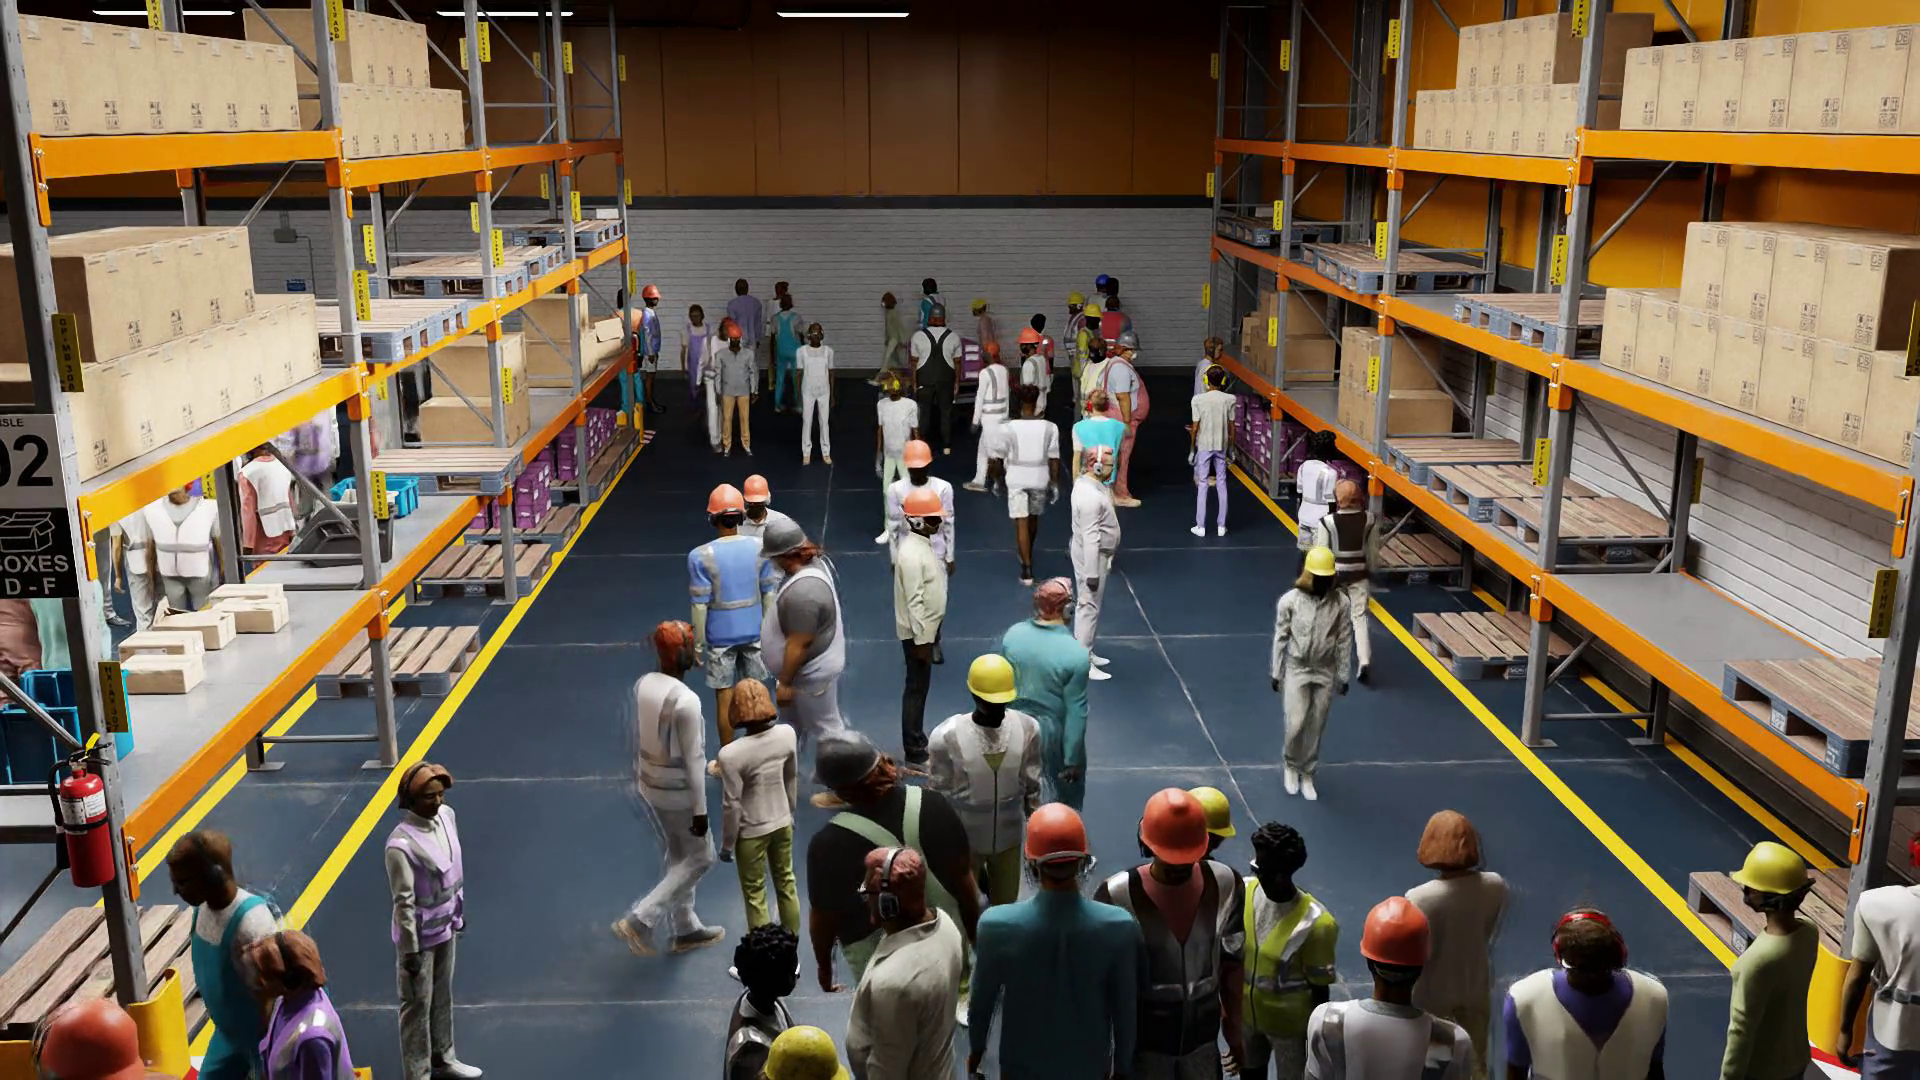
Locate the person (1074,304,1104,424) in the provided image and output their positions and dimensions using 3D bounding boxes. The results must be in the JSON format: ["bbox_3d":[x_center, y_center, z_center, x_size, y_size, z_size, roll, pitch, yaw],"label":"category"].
[{"bbox_3d":[1.793,-2.326,23.110,0.405,1.917,0.582,4,15,16],"label":"person"}]

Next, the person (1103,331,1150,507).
[{"bbox_3d":[1.931,-1.423,19.304,0.536,2.000,0.675,-2,14,-7],"label":"person"}]

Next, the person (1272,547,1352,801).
[{"bbox_3d":[2.307,0.876,10.881,0.509,1.725,0.376,-2,14,-6],"label":"person"}]

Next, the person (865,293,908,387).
[{"bbox_3d":[-1.124,-3.353,27.834,0.967,1.567,0.516,-4,15,-15],"label":"person"}]

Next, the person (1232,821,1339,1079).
[{"bbox_3d":[1.289,1.941,6.808,0.320,1.688,0.543,-12,19,-39],"label":"person"}]

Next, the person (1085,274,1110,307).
[{"bbox_3d":[2.285,-3.338,27.023,0.402,1.940,0.602,-12,19,-39],"label":"person"}]

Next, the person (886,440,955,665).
[{"bbox_3d":[-0.321,0.118,13.535,0.559,1.909,0.497,0,14,-1],"label":"person"}]

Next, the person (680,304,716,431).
[{"bbox_3d":[-3.753,-2.508,23.990,0.543,1.826,0.564,-4,15,-16],"label":"person"}]

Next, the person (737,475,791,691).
[{"bbox_3d":[-1.565,0.340,12.975,0.566,1.744,0.350,0,14,-2],"label":"person"}]

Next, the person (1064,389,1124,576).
[{"bbox_3d":[1.312,-0.594,16.510,0.571,1.808,0.884,-5,15,-18],"label":"person"}]

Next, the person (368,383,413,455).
[{"bbox_3d":[-6.914,-1.486,20.042,0.600,1.810,0.966,5,15,18],"label":"person"}]

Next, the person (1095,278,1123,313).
[{"bbox_3d":[2.382,-3.246,26.708,0.371,1.915,0.597,-11,18,-37],"label":"person"}]

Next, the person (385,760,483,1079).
[{"bbox_3d":[-2.402,1.779,7.542,0.314,1.636,0.515,2,14,9],"label":"person"}]

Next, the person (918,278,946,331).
[{"bbox_3d":[-0.483,-3.404,27.494,0.429,1.838,0.621,6,15,22],"label":"person"}]

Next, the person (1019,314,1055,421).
[{"bbox_3d":[1.107,-2.378,23.737,0.533,1.697,0.322,7,16,26],"label":"person"}]

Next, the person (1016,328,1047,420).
[{"bbox_3d":[0.862,-1.631,20.354,0.381,1.932,0.543,6,16,23],"label":"person"}]

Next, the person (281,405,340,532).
[{"bbox_3d":[-6.926,-0.967,17.776,0.591,1.913,0.399,-2,14,-6],"label":"person"}]

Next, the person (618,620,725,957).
[{"bbox_3d":[-1.549,1.341,8.798,0.531,1.866,0.591,-10,17,-35],"label":"person"}]

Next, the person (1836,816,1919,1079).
[{"bbox_3d":[3.727,1.953,6.467,0.563,1.837,0.387,6,15,21],"label":"person"}]

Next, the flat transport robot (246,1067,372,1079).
[{"bbox_3d":[-2.863,2.619,6.967,0.652,0.197,1.431,-4,15,-14],"label":"flat transport robot"}]

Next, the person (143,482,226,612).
[{"bbox_3d":[-6.058,0.281,13.068,0.569,1.818,0.479,-3,15,-10],"label":"person"}]

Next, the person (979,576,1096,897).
[{"bbox_3d":[0.461,1.137,9.581,0.648,1.879,0.862,13,19,41],"label":"person"}]

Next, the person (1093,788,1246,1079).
[{"bbox_3d":[0.798,1.888,6.344,0.612,2.029,0.407,-3,15,-12],"label":"person"}]

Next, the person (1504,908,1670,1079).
[{"bbox_3d":[2.183,2.107,5.912,0.595,1.813,0.540,0,14,2],"label":"person"}]

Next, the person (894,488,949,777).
[{"bbox_3d":[-0.261,0.618,11.383,0.376,1.995,0.612,0,14,2],"label":"person"}]

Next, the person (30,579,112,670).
[{"bbox_3d":[-5.671,0.833,10.686,0.627,1.929,0.377,8,17,30],"label":"person"}]

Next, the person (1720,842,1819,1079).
[{"bbox_3d":[3.080,2.002,6.426,0.527,1.761,0.340,-12,19,-39],"label":"person"}]

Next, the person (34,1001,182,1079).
[{"bbox_3d":[-2.477,2.283,4.963,1.015,1.933,0.617,12,19,39],"label":"person"}]

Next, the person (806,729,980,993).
[{"bbox_3d":[-0.331,1.681,7.119,0.764,2.000,0.837,-10,17,-34],"label":"person"}]

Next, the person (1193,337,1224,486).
[{"bbox_3d":[3.023,-1.563,20.275,0.357,1.835,0.516,-1,14,-3],"label":"person"}]

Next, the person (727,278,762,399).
[{"bbox_3d":[-3.422,-3.180,26.420,0.627,1.933,0.368,-12,19,-39],"label":"person"}]

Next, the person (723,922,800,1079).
[{"bbox_3d":[-0.702,2.158,5.948,0.320,1.694,0.534,0,14,-1],"label":"person"}]

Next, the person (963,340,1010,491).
[{"bbox_3d":[0.441,-1.446,19.772,0.885,1.858,0.577,8,16,27],"label":"person"}]

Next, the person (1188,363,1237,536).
[{"bbox_3d":[2.706,-0.964,17.844,0.514,1.872,0.328,-1,14,-3],"label":"person"}]
